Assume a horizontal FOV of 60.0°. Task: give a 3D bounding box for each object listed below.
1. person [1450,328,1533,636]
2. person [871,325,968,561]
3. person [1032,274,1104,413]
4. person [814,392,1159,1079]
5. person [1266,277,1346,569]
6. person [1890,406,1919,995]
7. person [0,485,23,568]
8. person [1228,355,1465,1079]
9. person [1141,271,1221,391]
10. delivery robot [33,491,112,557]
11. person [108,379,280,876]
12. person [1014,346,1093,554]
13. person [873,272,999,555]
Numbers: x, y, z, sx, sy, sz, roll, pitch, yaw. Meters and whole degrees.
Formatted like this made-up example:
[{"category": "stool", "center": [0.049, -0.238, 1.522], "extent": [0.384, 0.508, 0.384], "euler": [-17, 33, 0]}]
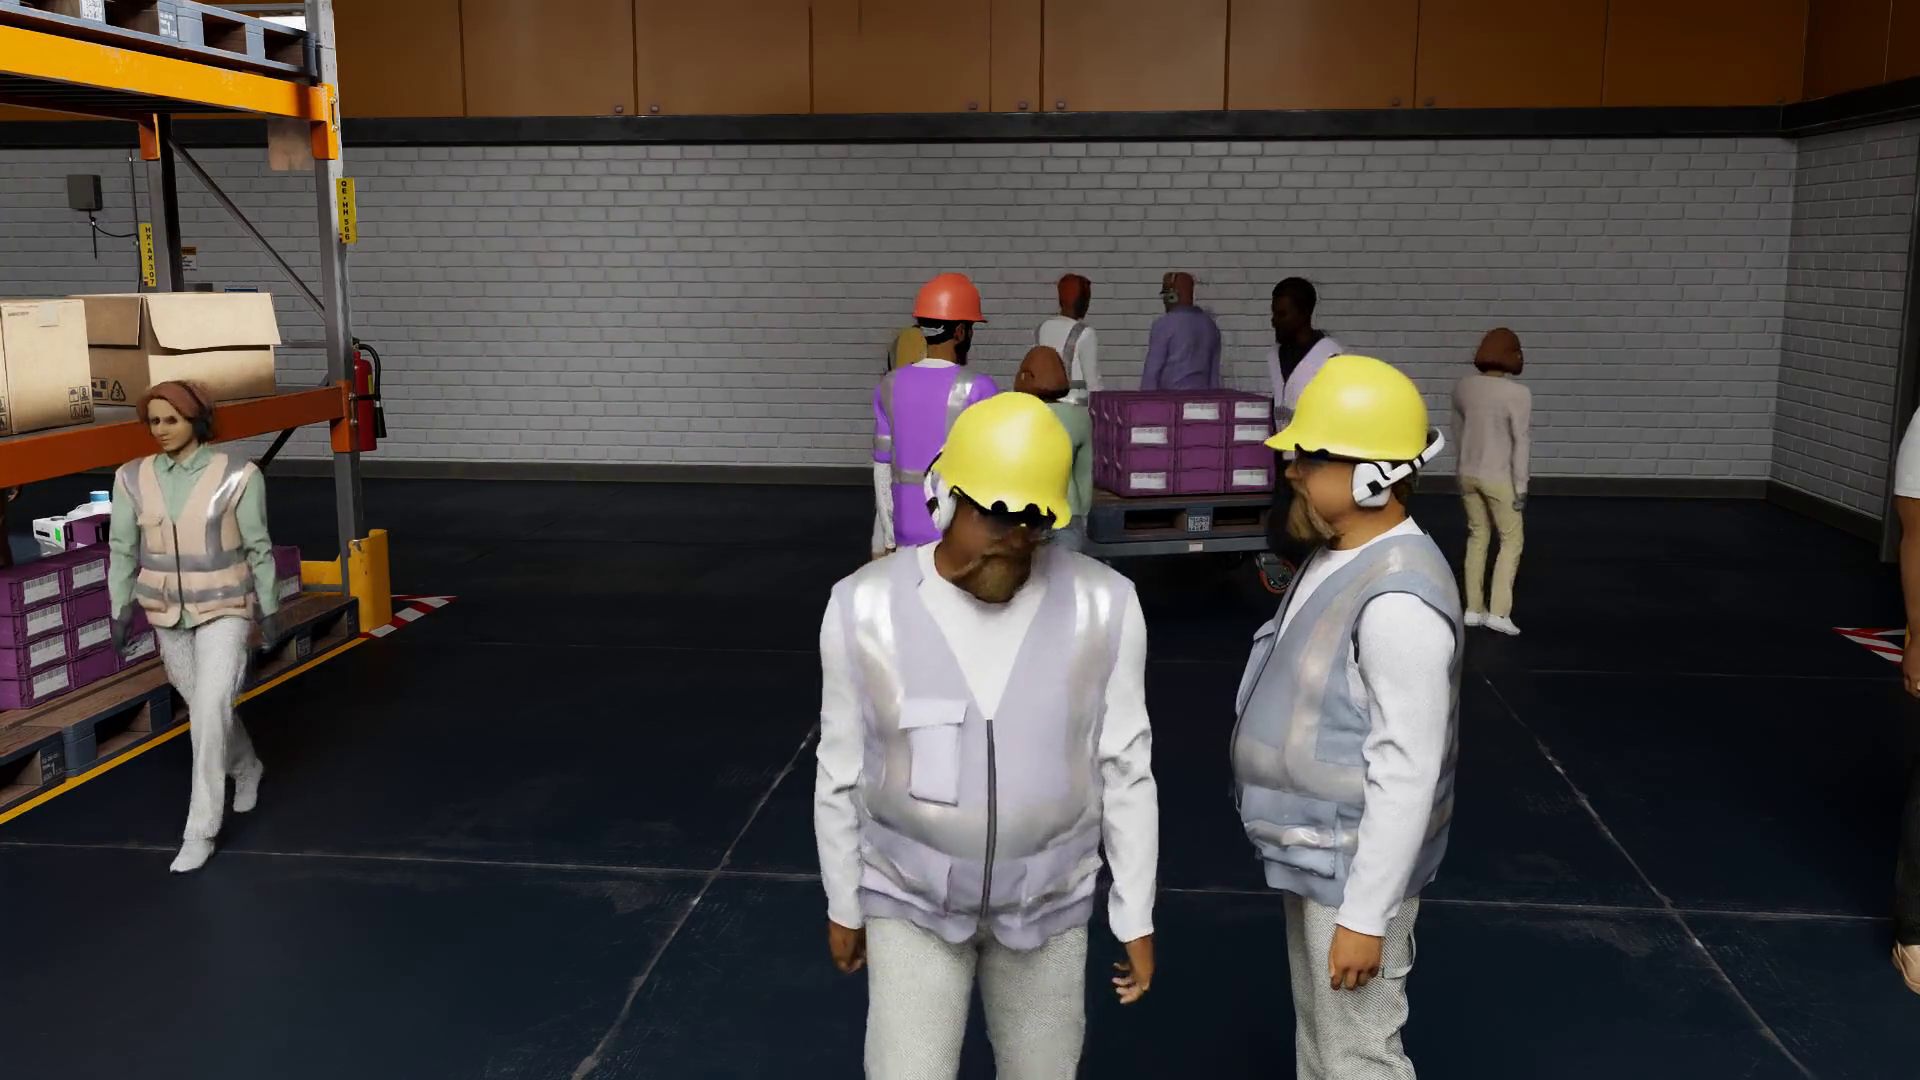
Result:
[{"category": "person", "center": [2.809, -0.314, 8.843], "extent": [0.438, 1.609, 0.538], "euler": [-7, 12, -34]}, {"category": "person", "center": [-0.247, -0.658, 10.360], "extent": [0.692, 1.785, 0.939], "euler": [9, 13, 40]}, {"category": "person", "center": [0.666, -0.775, 10.726], "extent": [0.504, 1.870, 0.594], "euler": [-7, 12, -35]}, {"category": "person", "center": [0.036, 0.609, 3.050], "extent": [0.618, 1.798, 0.701], "euler": [-1, 10, -4]}, {"category": "person", "center": [1.801, -0.378, 8.410], "extent": [0.569, 1.894, 0.604], "euler": [-4, 11, -24]}, {"category": "person", "center": [2.884, 0.240, 4.438], "extent": [0.689, 2.000, 0.537], "euler": [0, 10, -2]}, {"category": "person", "center": [-4.896, -0.380, 8.113], "extent": [0.609, 1.997, 0.375], "euler": [-3, 10, -19]}, {"category": "person", "center": [0.706, 0.574, 3.117], "extent": [0.404, 1.835, 0.590], "euler": [0, 10, 0]}, {"category": "person", "center": [1.575, -0.926, 11.568], "extent": [0.647, 1.879, 0.721], "euler": [-9, 13, -42]}, {"category": "delivery robot", "center": [-5.214, -0.055, 10.111], "extent": [0.477, 0.478, 0.707], "euler": [8, 12, 37]}, {"category": "person", "center": [-2.593, 0.242, 5.689], "extent": [0.534, 1.597, 0.846], "euler": [0, 10, 2]}, {"category": "person", "center": [0.405, -0.095, 7.650], "extent": [0.518, 1.591, 0.865], "euler": [-4, 11, -24]}, {"category": "person", "center": [-0.057, -0.028, 6.264], "extent": [0.549, 1.936, 0.376], "euler": [7, 12, 34]}]
